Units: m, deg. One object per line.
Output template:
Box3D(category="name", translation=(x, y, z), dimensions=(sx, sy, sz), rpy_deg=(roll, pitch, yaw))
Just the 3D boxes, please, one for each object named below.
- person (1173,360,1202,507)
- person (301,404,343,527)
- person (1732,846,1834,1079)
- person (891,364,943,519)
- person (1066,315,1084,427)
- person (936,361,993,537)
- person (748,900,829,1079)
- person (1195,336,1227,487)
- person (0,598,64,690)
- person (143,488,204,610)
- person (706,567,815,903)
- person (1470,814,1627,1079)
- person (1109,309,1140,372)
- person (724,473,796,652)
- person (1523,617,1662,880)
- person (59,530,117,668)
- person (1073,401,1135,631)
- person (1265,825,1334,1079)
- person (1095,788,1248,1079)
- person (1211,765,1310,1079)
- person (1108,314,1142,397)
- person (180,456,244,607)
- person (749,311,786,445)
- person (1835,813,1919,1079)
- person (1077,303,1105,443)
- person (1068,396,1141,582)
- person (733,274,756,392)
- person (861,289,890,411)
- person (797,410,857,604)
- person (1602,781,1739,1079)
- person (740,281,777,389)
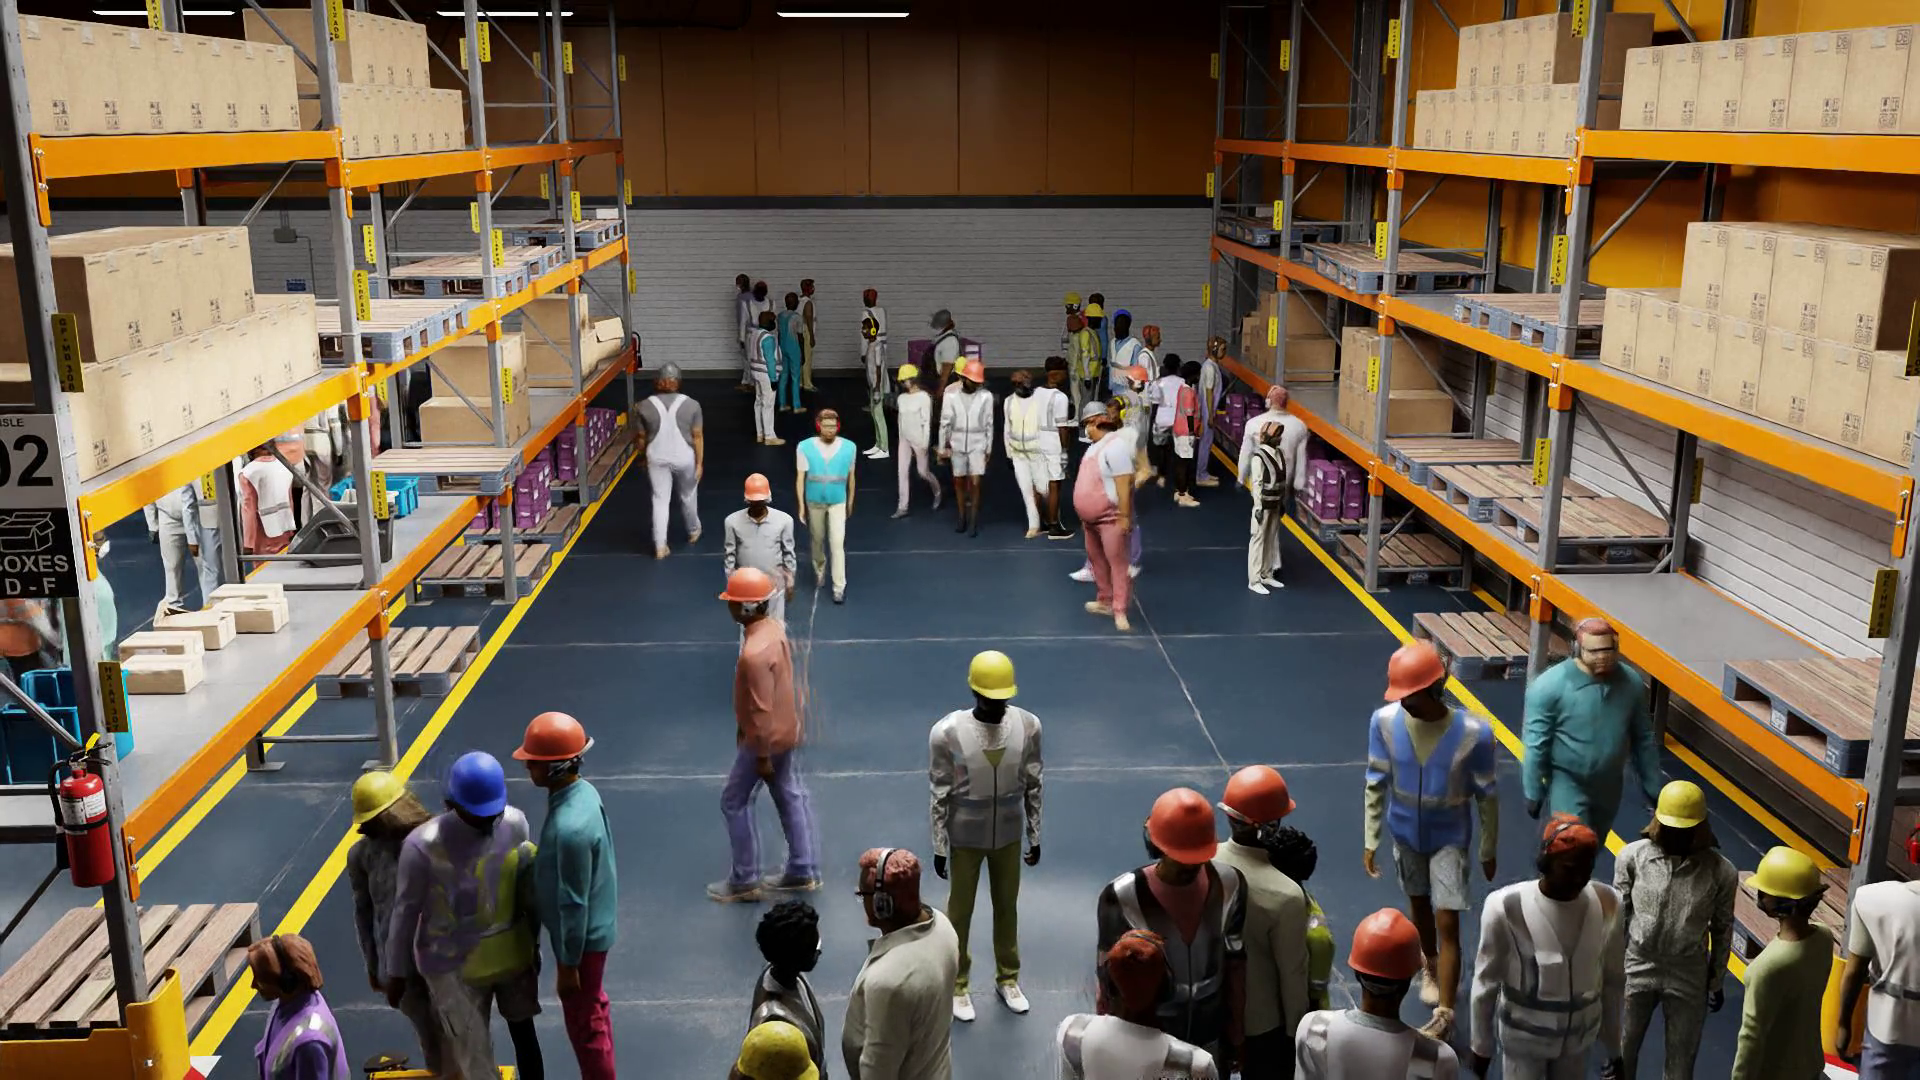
Box3D(category="person", translation=(2.634, -1.235, 19.260), dimensions=(0.319, 1.693, 0.532), rpy_deg=(-1, 14, -3))
Box3D(category="person", translation=(-6.915, -0.983, 17.841), dimensions=(0.592, 1.912, 0.399), rpy_deg=(-1, 14, -3))
Box3D(category="person", translation=(3.111, 2.012, 6.384), dimensions=(0.525, 1.760, 0.341), rpy_deg=(-11, 18, -37))
Box3D(category="person", translation=(-0.499, -1.127, 18.765), dimensions=(0.538, 1.720, 0.759), rpy_deg=(11, 18, 37))
Box3D(category="person", translation=(1.672, -2.469, 24.241), dimensions=(0.285, 1.625, 0.510), rpy_deg=(1, 14, 3))
Box3D(category="person", translation=(0.047, -0.970, 17.796), dimensions=(0.594, 1.902, 0.692), rpy_deg=(2, 14, 6))
Box3D(category="person", translation=(-0.641, 2.114, 6.120), dimensions=(0.321, 1.694, 0.534), rpy_deg=(0, 14, -2))
Box3D(category="person", translation=(3.053, -1.565, 20.273), dimensions=(0.343, 1.839, 0.509), rpy_deg=(2, 14, 7))
Box3D(category="person", translation=(-6.299, 0.676, 11.418), dimensions=(0.691, 1.880, 0.627), rpy_deg=(-13, 19, -42))
Box3D(category="person", translation=(-6.793, -0.155, 14.594), dimensions=(0.643, 1.909, 0.410), rpy_deg=(-7, 16, -26))
Box3D(category="person", translation=(-1.198, 1.112, 9.502), dimensions=(0.759, 1.969, 0.619), rpy_deg=(2, 14, 8))
Box3D(category="person", translation=(2.275, 1.932, 6.486), dimensions=(0.579, 1.867, 0.449), rpy_deg=(-2, 14, -9))
Box3D(category="person", translation=(2.164, -2.096, 22.135), dimensions=(0.400, 1.944, 0.618), rpy_deg=(-7, 16, -25))
Box3D(category="person", translation=(-1.563, 0.328, 13.023), dimensions=(0.566, 1.744, 0.350), rpy_deg=(-1, 14, -3))
Box3D(category="person", translation=(3.364, 1.327, 8.830), dimensions=(0.685, 1.883, 0.627), rpy_deg=(-4, 15, -16))
Box3D(category="person", translation=(-5.603, 0.799, 10.786), dimensions=(0.372, 1.941, 0.627), rpy_deg=(-8, 16, -30))
Box3D(category="person", translation=(1.283, -0.252, 14.709), dimensions=(0.534, 2.000, 0.828), rpy_deg=(-5, 15, -18))
Box3D(category="person", translation=(1.325, 1.952, 6.759), dimensions=(0.321, 1.690, 0.534), rpy_deg=(-3, 15, -13))
Box3D(category="person", translation=(0.816, 1.888, 6.341), dimensions=(0.611, 2.030, 0.410), rpy_deg=(-4, 15, -16))
Box3D(category="person", translation=(1.127, 1.837, 6.598), dimensions=(0.382, 1.995, 0.612), rpy_deg=(-13, 19, -41))
Box3D(category="person", translation=(2.172, -2.027, 21.919), dimensions=(0.379, 1.917, 0.591), rpy_deg=(-8, 16, -29))
Box3D(category="person", translation=(-6.414, -0.094, 14.361), dimensions=(0.401, 1.908, 0.598), rpy_deg=(9, 17, 31))
Box3D(category="person", translation=(-2.654, -2.234, 22.896), dimensions=(0.430, 1.840, 0.620), rpy_deg=(-7, 16, -25))
Box3D(category="person", translation=(3.733, 1.946, 6.494), dimensions=(0.565, 1.836, 0.384), rpy_deg=(7, 16, 26))
Box3D(category="person", translation=(1.816, -2.312, 23.017), dimensions=(0.370, 1.929, 0.585), rpy_deg=(4, 15, 14))
Box3D(category="person", translation=(1.482, -0.466, 15.972), dimensions=(0.948, 1.818, 0.551), rpy_deg=(-14, 20, -43))
Box3D(category="person", translation=(-3.500, -3.396, 27.266), dimensions=(0.371, 1.934, 0.627), rpy_deg=(-8, 17, -30))
Box3D(category="person", translation=(-1.311, -2.905, 25.480), dimensions=(0.375, 1.872, 0.589), rpy_deg=(10, 17, 35))
Box3D(category="person", translation=(-1.245, -0.349, 15.605), dimensions=(0.569, 1.795, 1.004), rpy_deg=(-2, 14, -6))
Box3D(category="person", translation=(3.001, 1.841, 7.084), dimensions=(0.494, 1.743, 0.308), rpy_deg=(6, 16, 23))
Box3D(category="person", translation=(-3.282, -3.326, 27.182), dimensions=(0.601, 1.852, 0.726), rpy_deg=(-2, 14, -7))
